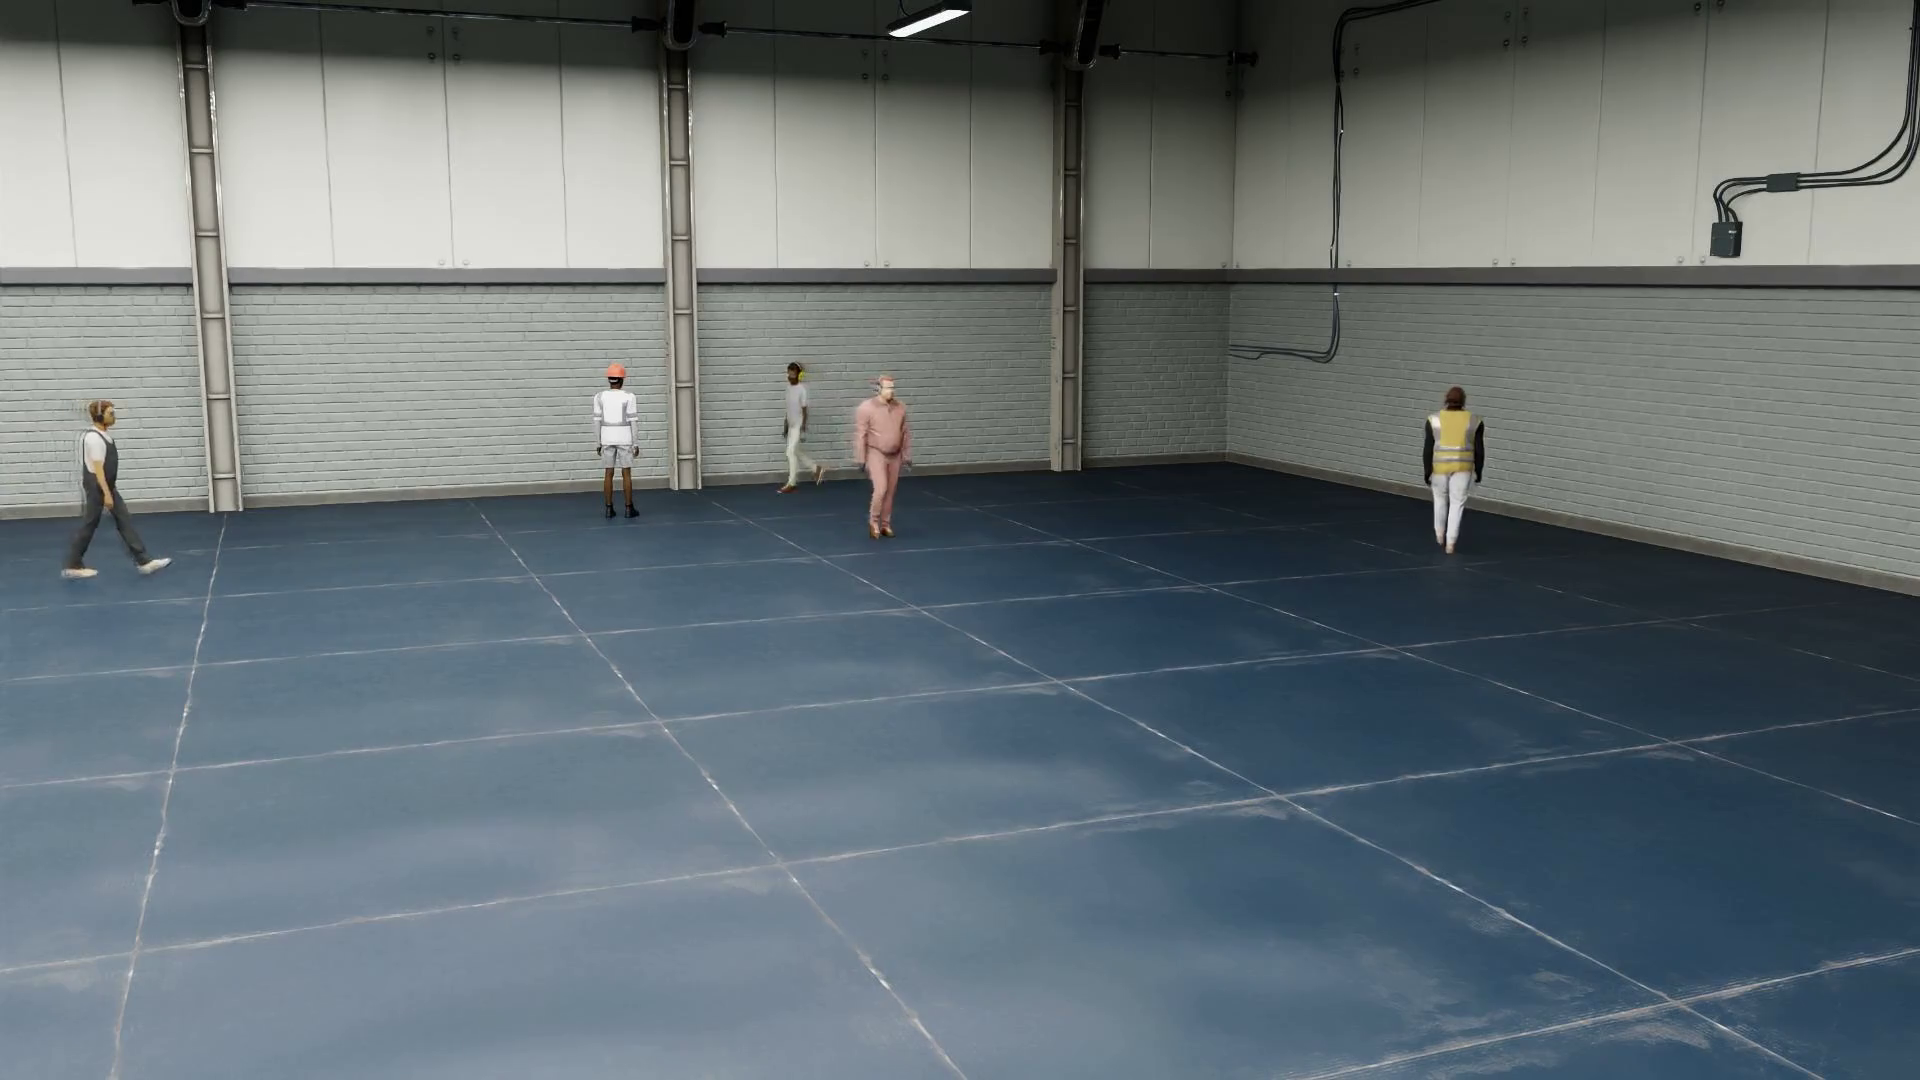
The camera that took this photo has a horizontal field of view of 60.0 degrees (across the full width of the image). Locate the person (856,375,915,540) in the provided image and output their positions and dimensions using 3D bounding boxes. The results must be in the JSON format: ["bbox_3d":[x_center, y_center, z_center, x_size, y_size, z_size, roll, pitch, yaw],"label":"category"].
[{"bbox_3d":[-0.841,-0.947,19.135,0.644,1.890,0.511,-6,11,-35],"label":"person"}]

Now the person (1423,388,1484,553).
[{"bbox_3d":[5.476,-0.792,18.461,0.643,1.787,0.974,3,10,18],"label":"person"}]

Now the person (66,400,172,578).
[{"bbox_3d":[-8.526,-0.505,16.653,0.991,1.792,0.531,-2,9,-13],"label":"person"}]

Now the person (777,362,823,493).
[{"bbox_3d":[-2.241,-1.582,23.278,0.659,1.842,0.558,-6,11,-32],"label":"person"}]

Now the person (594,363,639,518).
[{"bbox_3d":[-4.287,-1.240,20.824,0.552,1.935,0.374,1,9,4],"label":"person"}]
